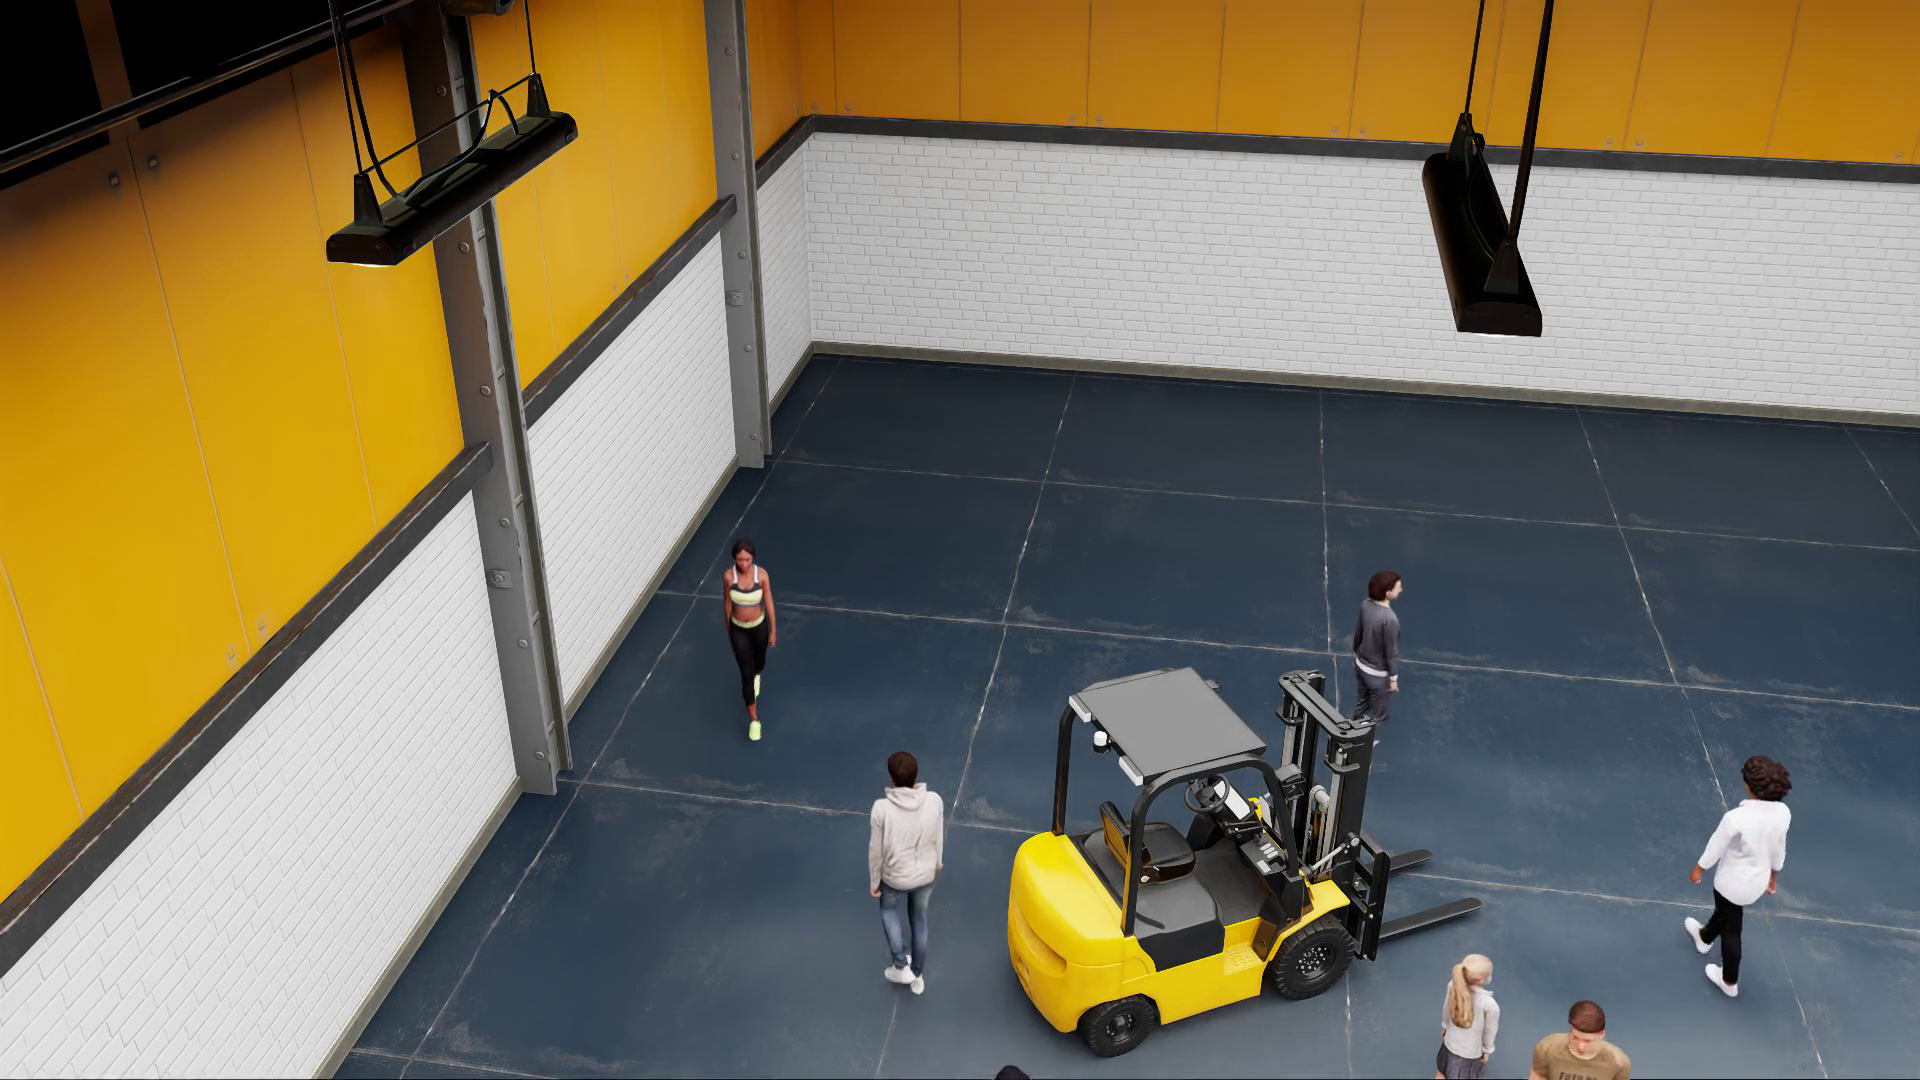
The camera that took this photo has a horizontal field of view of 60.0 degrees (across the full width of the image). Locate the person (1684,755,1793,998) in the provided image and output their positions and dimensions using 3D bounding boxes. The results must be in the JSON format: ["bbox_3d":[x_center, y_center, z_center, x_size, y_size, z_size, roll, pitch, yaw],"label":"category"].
[{"bbox_3d":[5.197,2.263,10.941,0.885,1.787,1.029,-7,29,-12],"label":"person"}]

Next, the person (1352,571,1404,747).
[{"bbox_3d":[3.279,1.036,13.211,0.909,1.768,0.881,-15,32,-26],"label":"person"}]

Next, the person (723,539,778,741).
[{"bbox_3d":[-1.749,0.727,13.846,0.802,1.701,1.196,-4,29,-7],"label":"person"}]

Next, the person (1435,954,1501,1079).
[{"bbox_3d":[3.063,3.027,10.075,0.646,1.275,0.595,-24,37,-37],"label":"person"}]

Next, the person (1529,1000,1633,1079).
[{"bbox_3d":[3.353,3.185,9.205,0.729,1.831,0.963,8,30,14],"label":"person"}]

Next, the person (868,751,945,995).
[{"bbox_3d":[-0.306,2.252,10.912,0.820,1.835,0.827,-10,30,-17],"label":"person"}]
